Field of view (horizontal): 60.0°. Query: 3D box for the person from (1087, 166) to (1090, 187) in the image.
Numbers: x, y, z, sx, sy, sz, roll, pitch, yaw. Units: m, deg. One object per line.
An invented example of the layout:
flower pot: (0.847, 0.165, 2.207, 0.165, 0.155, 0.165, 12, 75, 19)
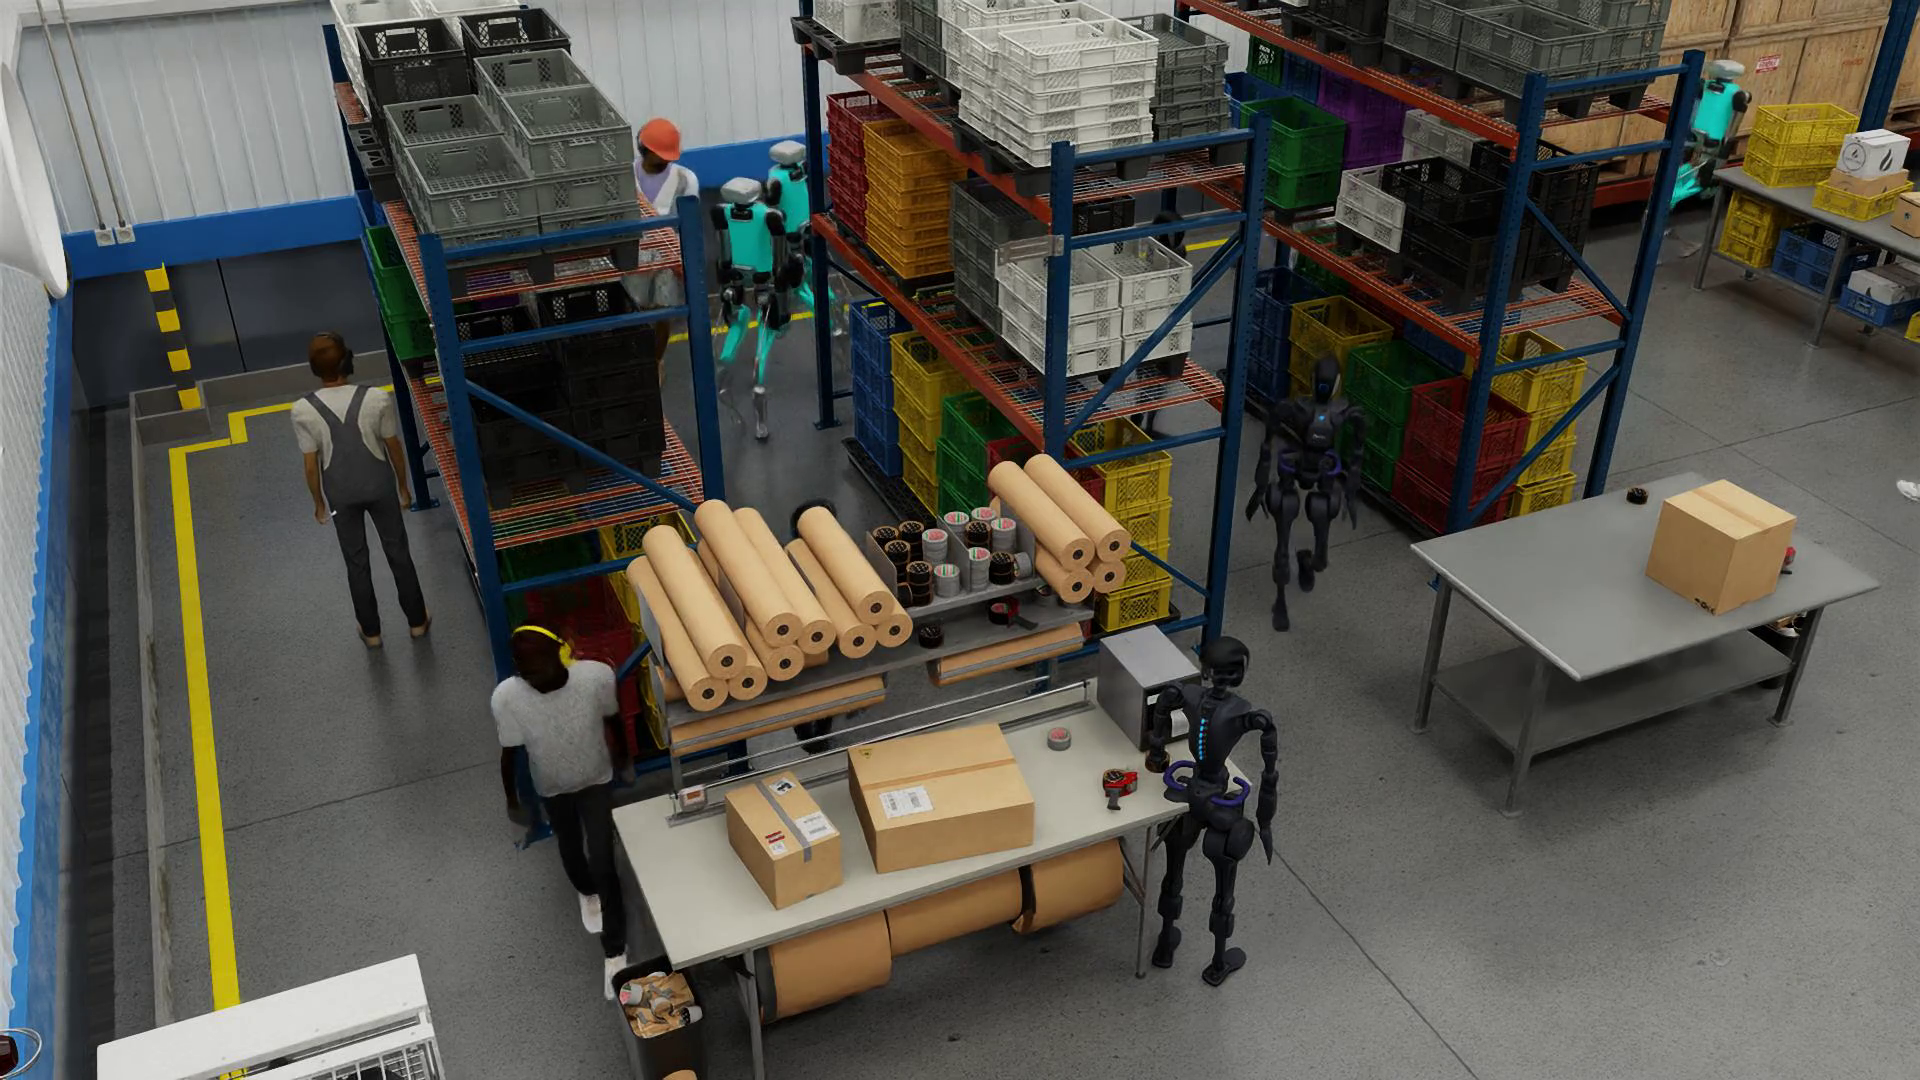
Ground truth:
person: (0.840, -2.795, 12.990, 0.328, 1.865, 0.514, 24, 39, 33)

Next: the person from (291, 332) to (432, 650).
person: (-3.194, -0.245, 8.868, 0.504, 1.842, 0.349, -11, 33, -17)

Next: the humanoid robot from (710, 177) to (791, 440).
humanoid robot: (-1.441, -1.436, 10.897, 0.571, 1.778, 0.670, 15, 35, 23)

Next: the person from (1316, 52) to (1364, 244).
person: (3.124, -3.222, 13.702, 0.626, 1.846, 0.429, -18, 36, -27)

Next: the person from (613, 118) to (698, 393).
person: (-2.088, -1.980, 11.551, 0.643, 1.992, 0.520, 2, 32, 3)

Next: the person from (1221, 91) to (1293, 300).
person: (2.396, -2.787, 13.117, 0.858, 1.715, 0.521, 23, 38, 32)

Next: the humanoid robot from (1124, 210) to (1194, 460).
humanoid robot: (1.298, -1.348, 10.803, 0.315, 1.657, 0.599, 19, 36, 28)

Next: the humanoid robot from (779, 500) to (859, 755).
humanoid robot: (-0.708, 0.563, 7.709, 0.600, 1.645, 0.462, 18, 36, 27)

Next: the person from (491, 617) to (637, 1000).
person: (-1.579, 1.039, 6.799, 0.536, 1.820, 0.875, -7, 32, -12)

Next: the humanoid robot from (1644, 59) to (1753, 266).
humanoid robot: (5.790, -2.947, 13.378, 1.025, 1.732, 0.536, -13, 34, -20)

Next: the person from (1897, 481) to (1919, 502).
person: (6.494, -0.955, 10.000, 1.005, 1.866, 0.579, 21, 37, 30)

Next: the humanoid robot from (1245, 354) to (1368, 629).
humanoid robot: (1.886, -0.316, 9.137, 0.610, 1.640, 0.506, 3, 32, 5)

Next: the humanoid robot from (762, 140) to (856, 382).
humanoid robot: (-0.919, -1.843, 11.650, 0.787, 1.846, 0.553, 12, 34, 19)

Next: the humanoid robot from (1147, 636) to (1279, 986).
humanoid robot: (1.007, 1.099, 6.832, 0.599, 1.653, 0.315, 18, 36, 26)
